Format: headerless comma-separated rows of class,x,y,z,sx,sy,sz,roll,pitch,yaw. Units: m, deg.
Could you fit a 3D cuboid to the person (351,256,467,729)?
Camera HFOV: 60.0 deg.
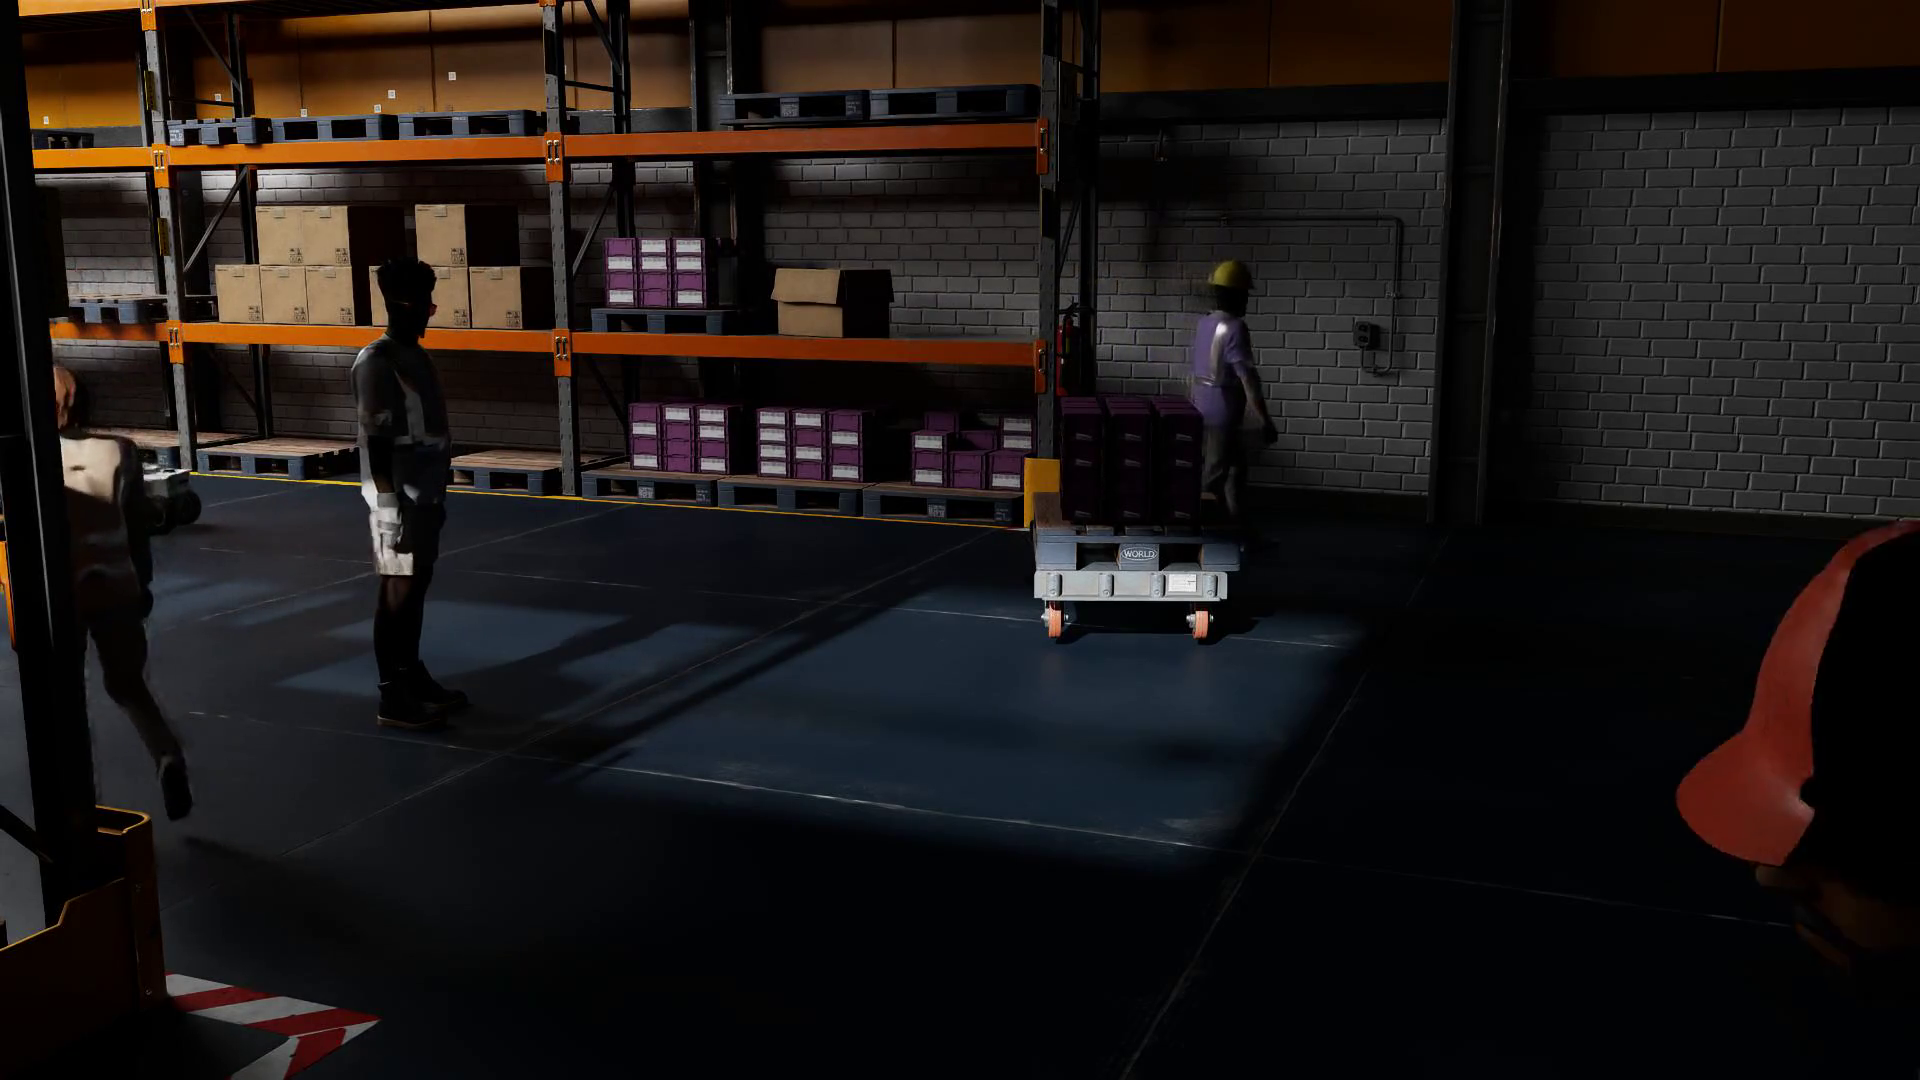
person,-2.316,-0.202,6.996,0.362,1.962,0.614,0,10,0

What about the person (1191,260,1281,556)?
person,1.781,-0.788,10.458,0.787,1.900,0.600,-2,10,-12

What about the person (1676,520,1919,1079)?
person,0.822,0.908,1.150,1.074,1.863,0.606,5,11,26

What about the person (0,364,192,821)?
person,-2.940,0.213,5.630,0.579,1.619,0.532,7,12,35

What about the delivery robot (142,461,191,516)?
delivery robot,-5.791,-0.377,11.637,0.707,0.478,0.477,-1,10,-3
